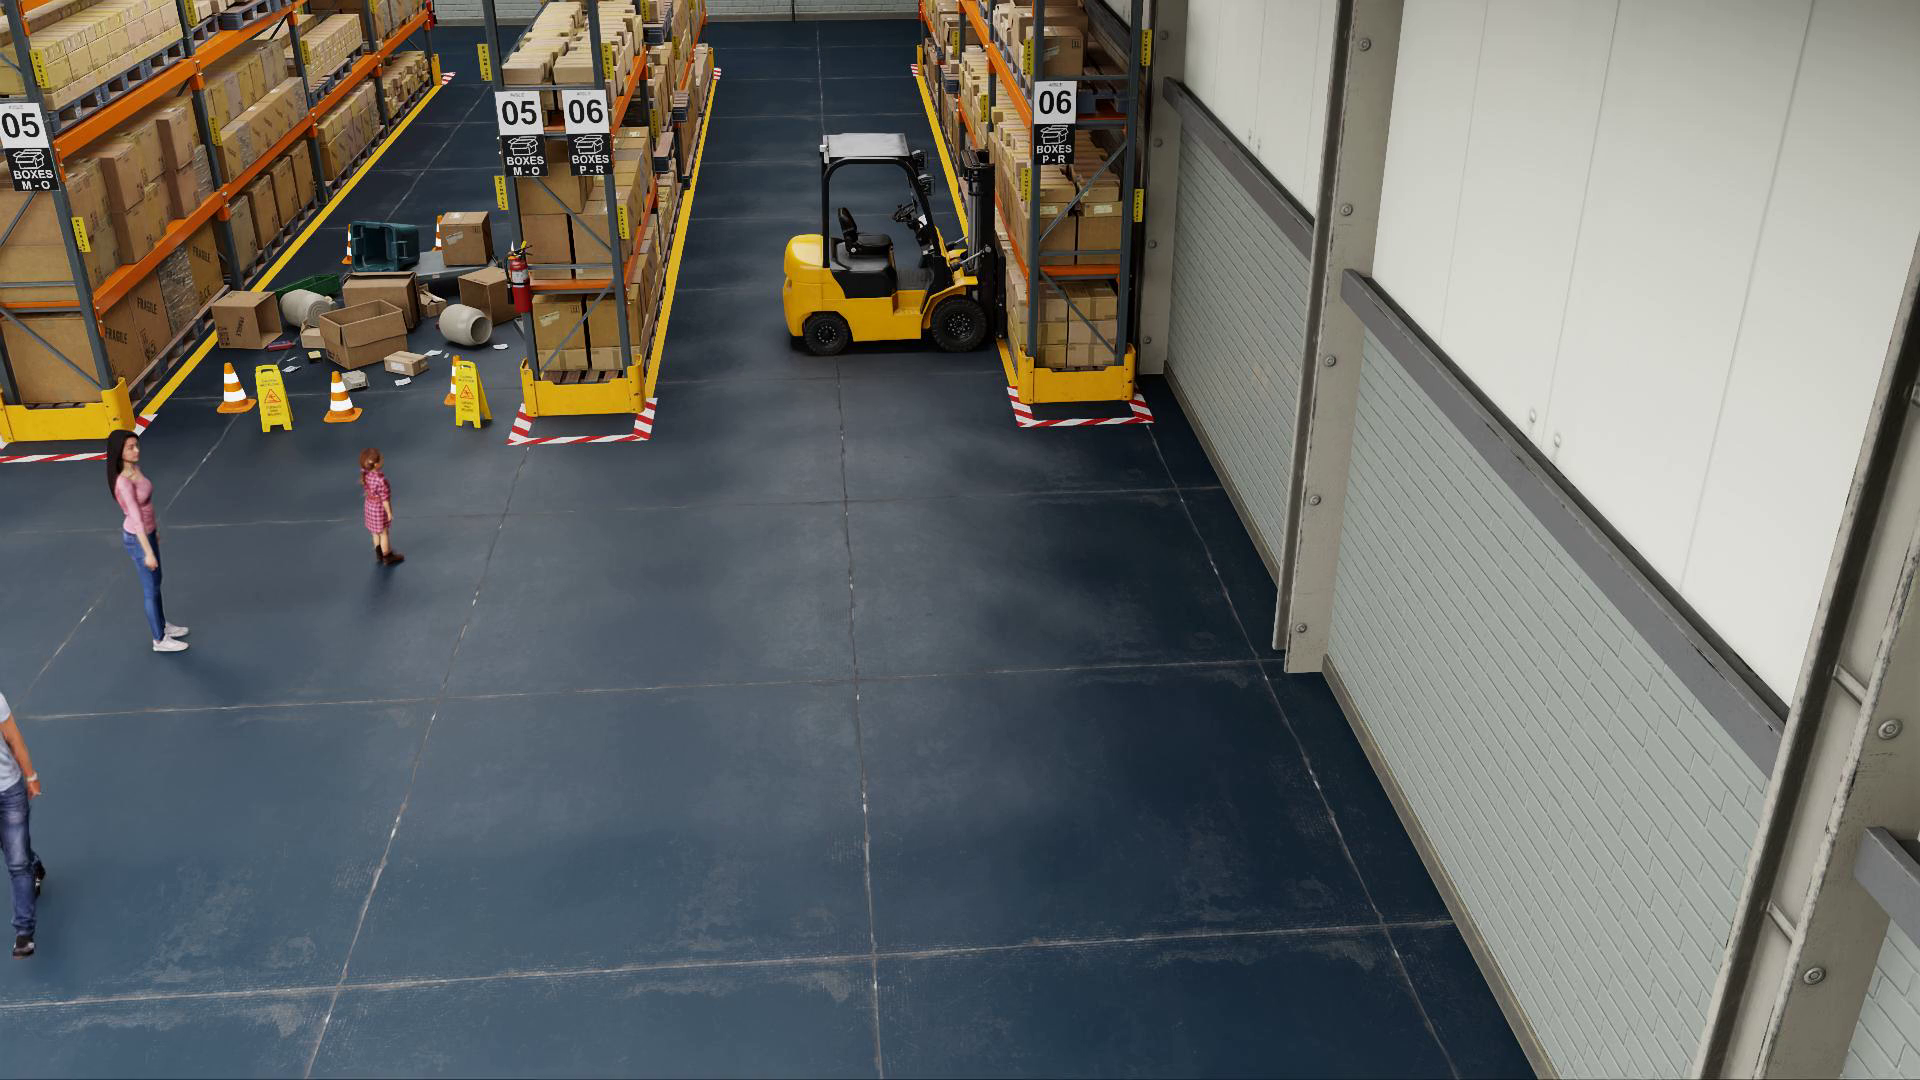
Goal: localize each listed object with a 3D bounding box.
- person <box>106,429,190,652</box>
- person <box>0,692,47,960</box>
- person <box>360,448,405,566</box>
[{"bbox_3d":[-6.043,-0.008,12.302,0.667,1.742,0.503,-7,28,-14],"label":"person"},{"bbox_3d":[-5.514,1.401,9.485,0.843,1.816,1.246,-8,28,-15],"label":"person"},{"bbox_3d":[-4.772,-0.285,13.625,0.497,1.021,0.556,20,33,34],"label":"person"}]
